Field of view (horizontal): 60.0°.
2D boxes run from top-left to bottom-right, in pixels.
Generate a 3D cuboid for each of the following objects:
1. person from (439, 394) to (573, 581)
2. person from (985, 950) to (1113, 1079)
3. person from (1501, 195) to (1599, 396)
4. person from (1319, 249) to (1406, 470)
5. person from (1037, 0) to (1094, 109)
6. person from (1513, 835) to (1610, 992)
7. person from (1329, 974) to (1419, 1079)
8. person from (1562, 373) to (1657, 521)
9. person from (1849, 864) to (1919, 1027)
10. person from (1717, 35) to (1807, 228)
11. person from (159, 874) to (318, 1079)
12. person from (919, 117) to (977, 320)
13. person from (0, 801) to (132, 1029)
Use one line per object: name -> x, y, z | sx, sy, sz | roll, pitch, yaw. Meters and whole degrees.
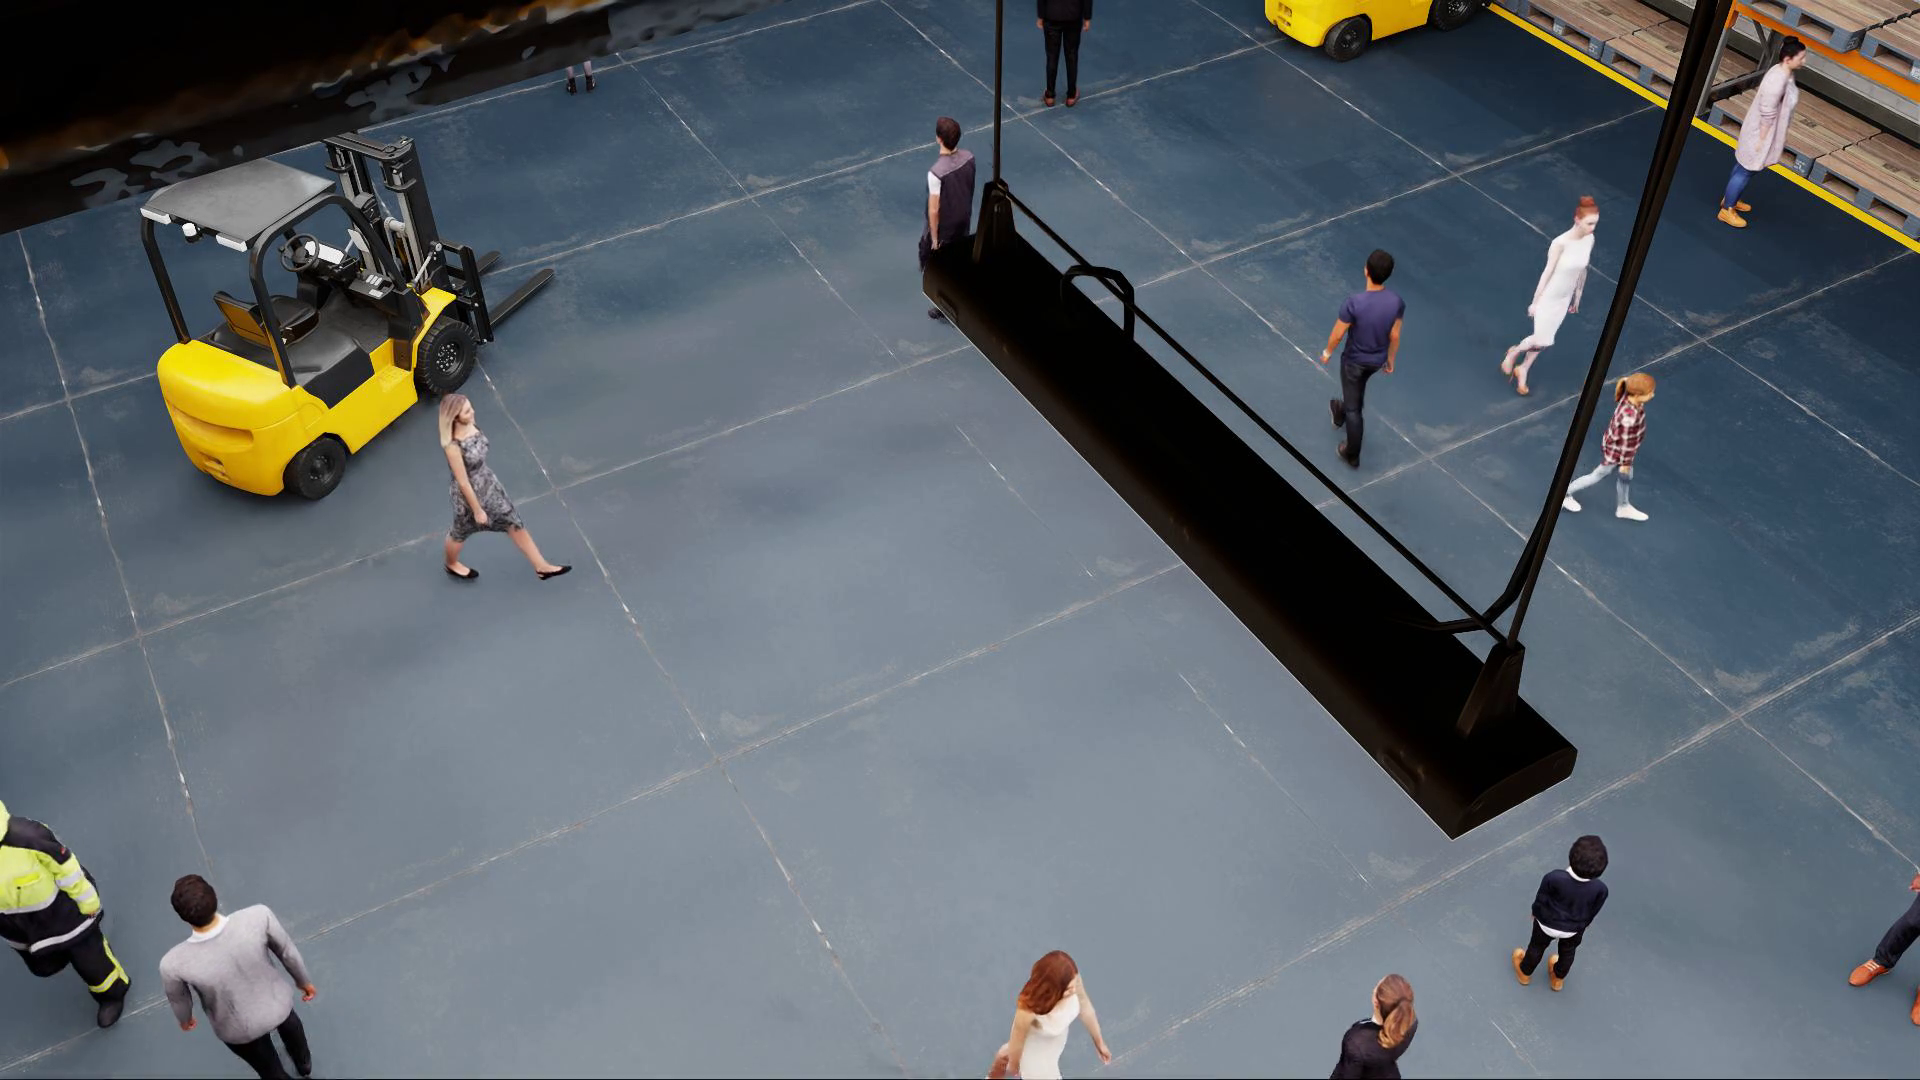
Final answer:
person -> -3.372, -0.299, 11.254 | 1.112, 1.648, 1.141 | 6, 44, 6
person -> 0.339, 2.481, 8.332 | 1.195, 1.653, 0.816 | 30, 51, 27
person -> 4.525, -1.904, 12.843 | 0.626, 1.781, 0.708 | -14, 45, -14
person -> 2.981, -1.265, 12.182 | 0.823, 1.767, 1.027 | -11, 45, -11
person -> 1.000, -5.104, 16.127 | 0.771, 1.884, 0.764 | 2, 44, 2
person -> 3.307, 2.052, 9.095 | 0.571, 1.222, 0.624 | 9, 44, 9
person -> 1.967, 2.731, 8.034 | 0.594, 1.703, 0.599 | -26, 49, -24
person -> 4.649, -0.669, 11.910 | 0.981, 1.279, 0.867 | 16, 46, 16
person -> 5.355, 1.877, 8.842 | 0.643, 1.824, 0.812 | 34, 53, 30
person -> 7.080, -3.625, 14.676 | 0.811, 1.743, 0.796 | 20, 47, 20
person -> -3.477, 2.374, 8.265 | 0.990, 1.900, 0.897 | 32, 52, 29
person -> -0.025, -2.529, 13.457 | 0.691, 1.837, 0.675 | -29, 51, -27
person -> -4.850, 1.833, 8.787 | 0.952, 1.965, 1.020 | -7, 44, -7
